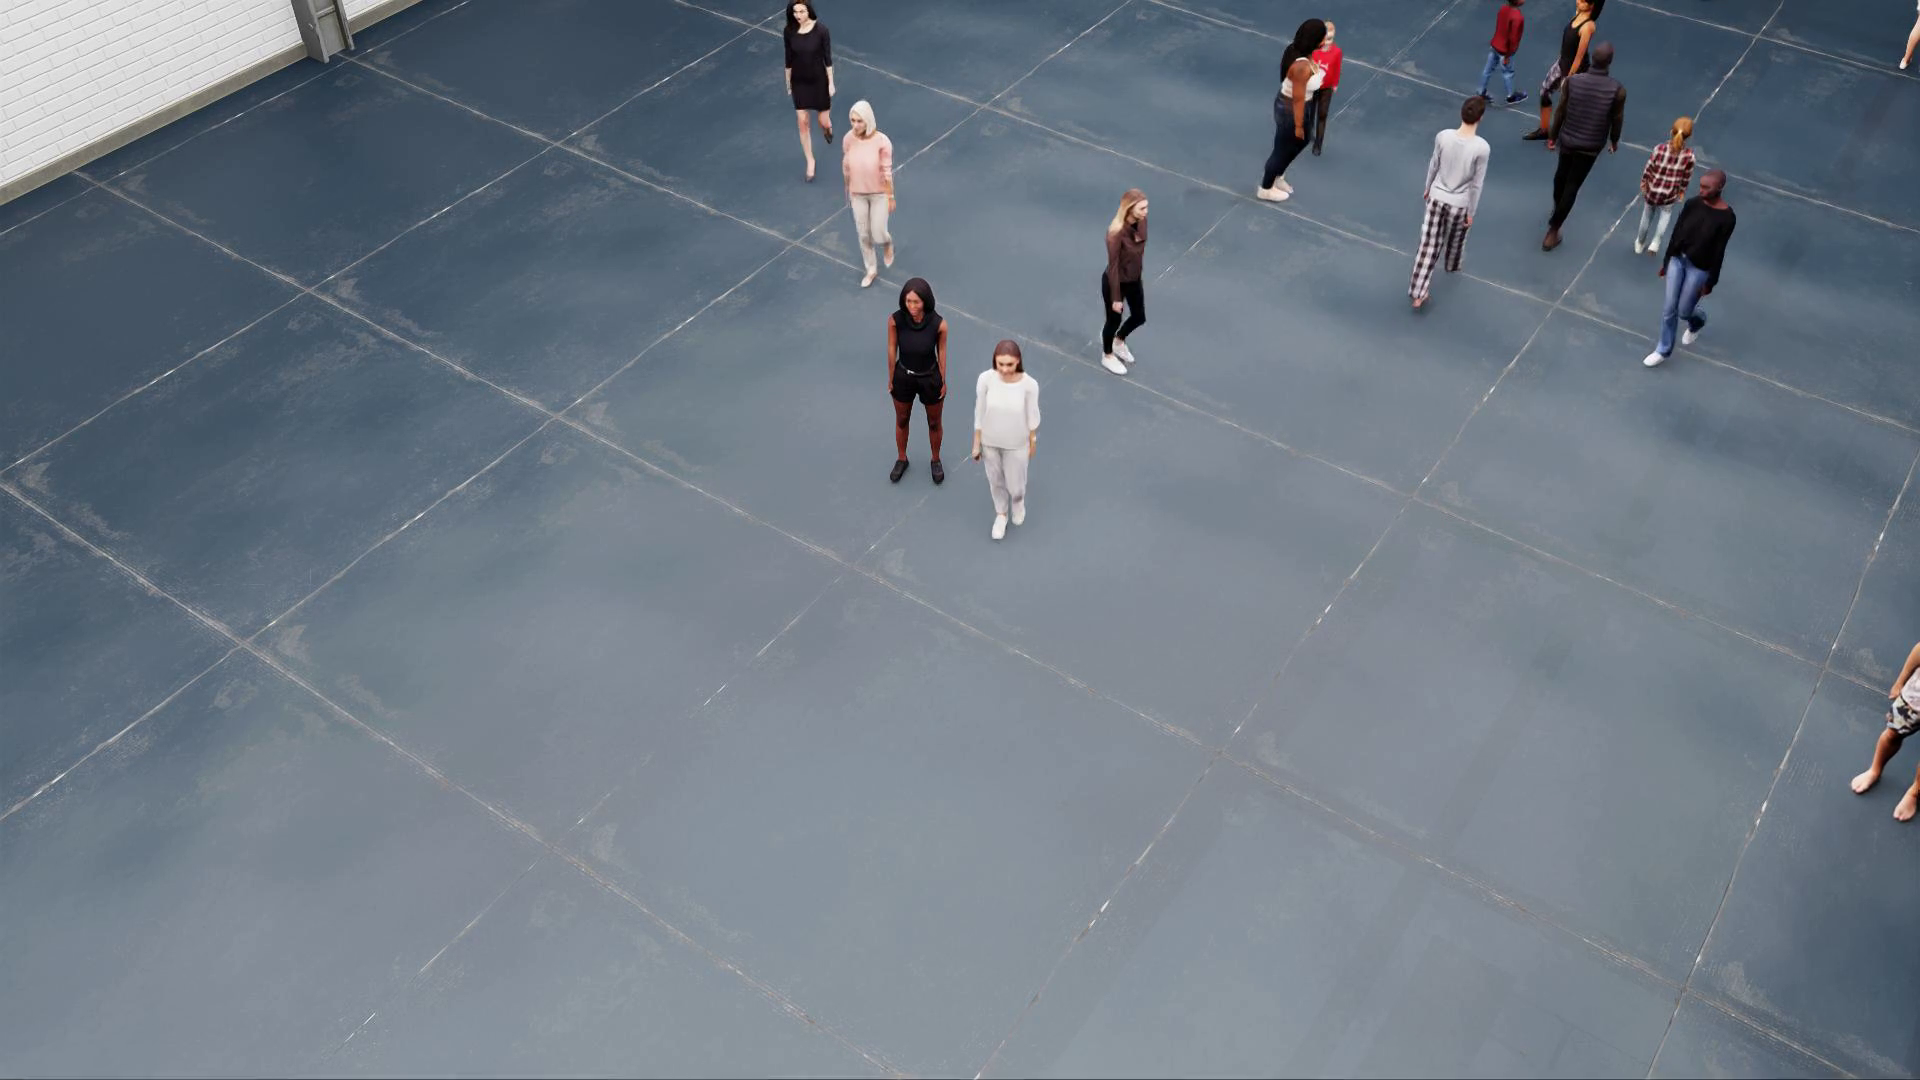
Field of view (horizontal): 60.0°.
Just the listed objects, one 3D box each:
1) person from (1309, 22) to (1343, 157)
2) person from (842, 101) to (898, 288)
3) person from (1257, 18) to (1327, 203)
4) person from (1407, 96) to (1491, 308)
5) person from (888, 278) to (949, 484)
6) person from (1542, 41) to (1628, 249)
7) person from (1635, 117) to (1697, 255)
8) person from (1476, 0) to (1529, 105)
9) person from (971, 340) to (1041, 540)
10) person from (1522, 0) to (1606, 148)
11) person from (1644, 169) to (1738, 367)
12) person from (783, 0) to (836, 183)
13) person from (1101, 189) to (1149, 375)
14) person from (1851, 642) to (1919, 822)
[{"bbox_3d":[3.421,-4.345,15.814,0.720,1.250,0.949,8,44,8],"label":"person"},{"bbox_3d":[-0.725,-2.961,14.024,0.707,1.715,0.763,13,45,13],"label":"person"},{"bbox_3d":[2.866,-3.813,14.868,0.859,1.784,0.758,5,44,5],"label":"person"},{"bbox_3d":[4.013,-2.742,13.734,0.664,1.798,1.148,24,49,23],"label":"person"},{"bbox_3d":[-0.306,-1.158,12.112,0.670,1.741,0.683,3,44,3],"label":"person"},{"bbox_3d":[5.368,-3.394,14.417,0.701,1.799,1.098,28,50,26],"label":"person"},{"bbox_3d":[6.079,-3.021,14.389,0.582,1.299,0.590,15,46,15],"label":"person"},{"bbox_3d":[5.291,-4.839,16.342,0.834,1.237,0.749,-11,45,-11],"label":"person"},{"bbox_3d":[0.326,-0.760,11.738,0.709,1.681,0.737,8,44,9],"label":"person"},{"bbox_3d":[5.822,-4.427,15.609,0.834,1.651,0.770,-1,44,-1],"label":"person"},{"bbox_3d":[5.844,-2.184,13.200,0.919,1.727,0.753,-30,51,-28],"label":"person"},{"bbox_3d":[-1.350,-4.174,15.246,0.820,1.785,0.949,6,44,6],"label":"person"},{"bbox_3d":[1.210,-2.057,13.093,0.562,1.690,0.712,-33,53,-30],"label":"person"},{"bbox_3d":[5.846,0.919,9.883,0.647,1.809,0.721,-32,52,-29],"label":"person"}]
